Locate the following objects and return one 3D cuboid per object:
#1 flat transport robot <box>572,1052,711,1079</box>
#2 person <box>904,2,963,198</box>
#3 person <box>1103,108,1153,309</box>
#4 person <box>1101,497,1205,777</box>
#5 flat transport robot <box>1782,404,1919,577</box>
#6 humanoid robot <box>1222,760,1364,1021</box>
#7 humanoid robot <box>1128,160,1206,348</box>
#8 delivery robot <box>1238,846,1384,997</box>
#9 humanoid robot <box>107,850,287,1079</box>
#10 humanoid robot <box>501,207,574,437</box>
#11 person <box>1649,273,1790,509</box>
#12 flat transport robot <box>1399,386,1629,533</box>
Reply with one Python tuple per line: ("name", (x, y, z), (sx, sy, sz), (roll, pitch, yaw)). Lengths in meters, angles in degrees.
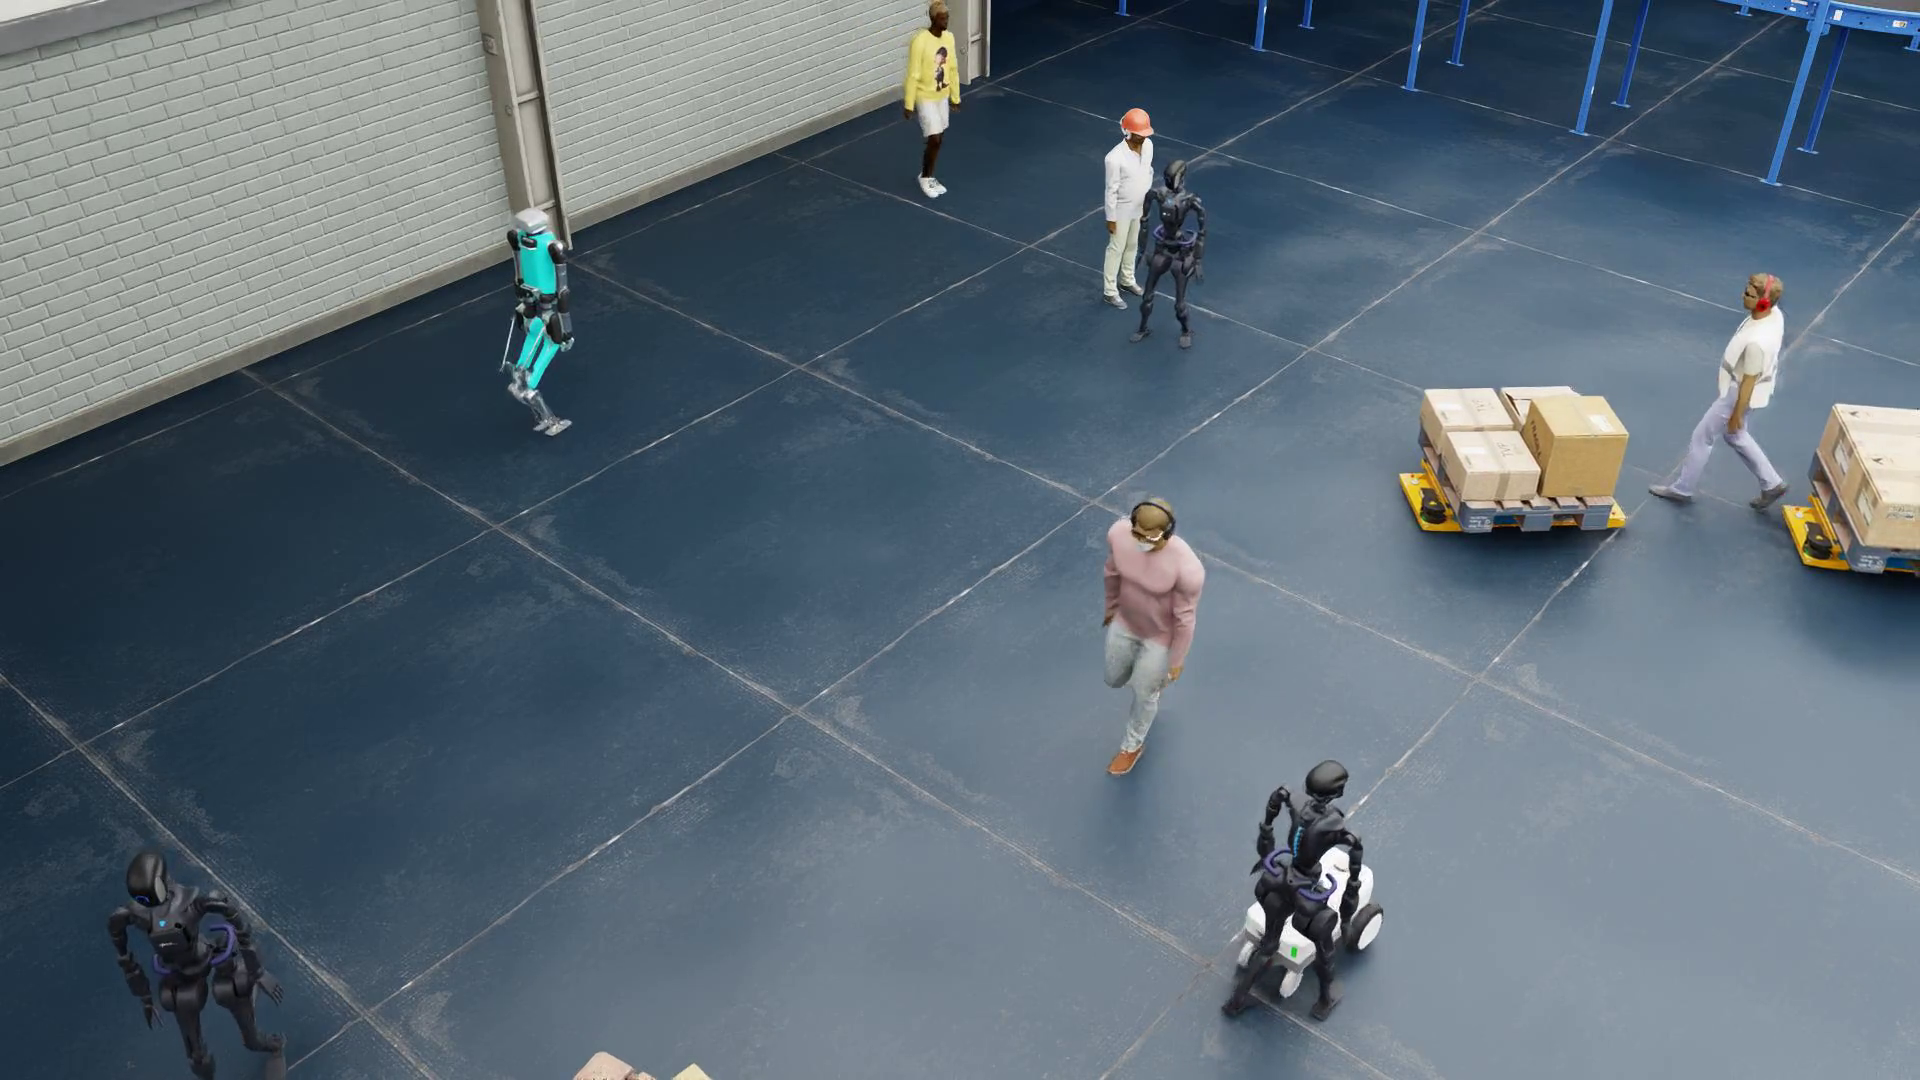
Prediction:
("flat transport robot", (-1.489, 3.027, 7.137), (1.431, 0.231, 0.659), (19, 40, 25))
("person", (-0.237, -4.182, 15.867), (0.599, 1.880, 0.532), (-30, 45, -35))
("person", (1.443, -2.812, 14.065), (0.350, 1.744, 0.566), (27, 44, 33))
("person", (1.096, 0.476, 9.306), (0.652, 1.908, 0.595), (26, 43, 32))
("flat transport robot", (6.478, -0.006, 11.396), (1.431, 0.231, 0.659), (5, 36, 8))
("humanoid robot", (1.597, 1.661, 7.877), (0.535, 1.646, 0.599), (-28, 44, -34))
("humanoid robot", (1.705, -2.320, 13.434), (0.610, 1.628, 0.402), (18, 39, 23))
("delivery robot", (1.780, 1.893, 8.471), (0.767, 0.581, 0.499), (-29, 45, -34))
("humanoid robot", (-3.382, 1.941, 7.461), (0.604, 1.656, 0.420), (-7, 36, -10))
("humanoid robot", (-3.177, -1.519, 12.226), (0.533, 1.762, 0.689), (22, 41, 27))
("person", (5.417, -0.987, 11.435), (0.808, 1.821, 0.560), (21, 40, 26))
("flat transport robot", (3.924, -0.326, 11.846), (1.431, 0.231, 0.659), (-1, 35, -2))
